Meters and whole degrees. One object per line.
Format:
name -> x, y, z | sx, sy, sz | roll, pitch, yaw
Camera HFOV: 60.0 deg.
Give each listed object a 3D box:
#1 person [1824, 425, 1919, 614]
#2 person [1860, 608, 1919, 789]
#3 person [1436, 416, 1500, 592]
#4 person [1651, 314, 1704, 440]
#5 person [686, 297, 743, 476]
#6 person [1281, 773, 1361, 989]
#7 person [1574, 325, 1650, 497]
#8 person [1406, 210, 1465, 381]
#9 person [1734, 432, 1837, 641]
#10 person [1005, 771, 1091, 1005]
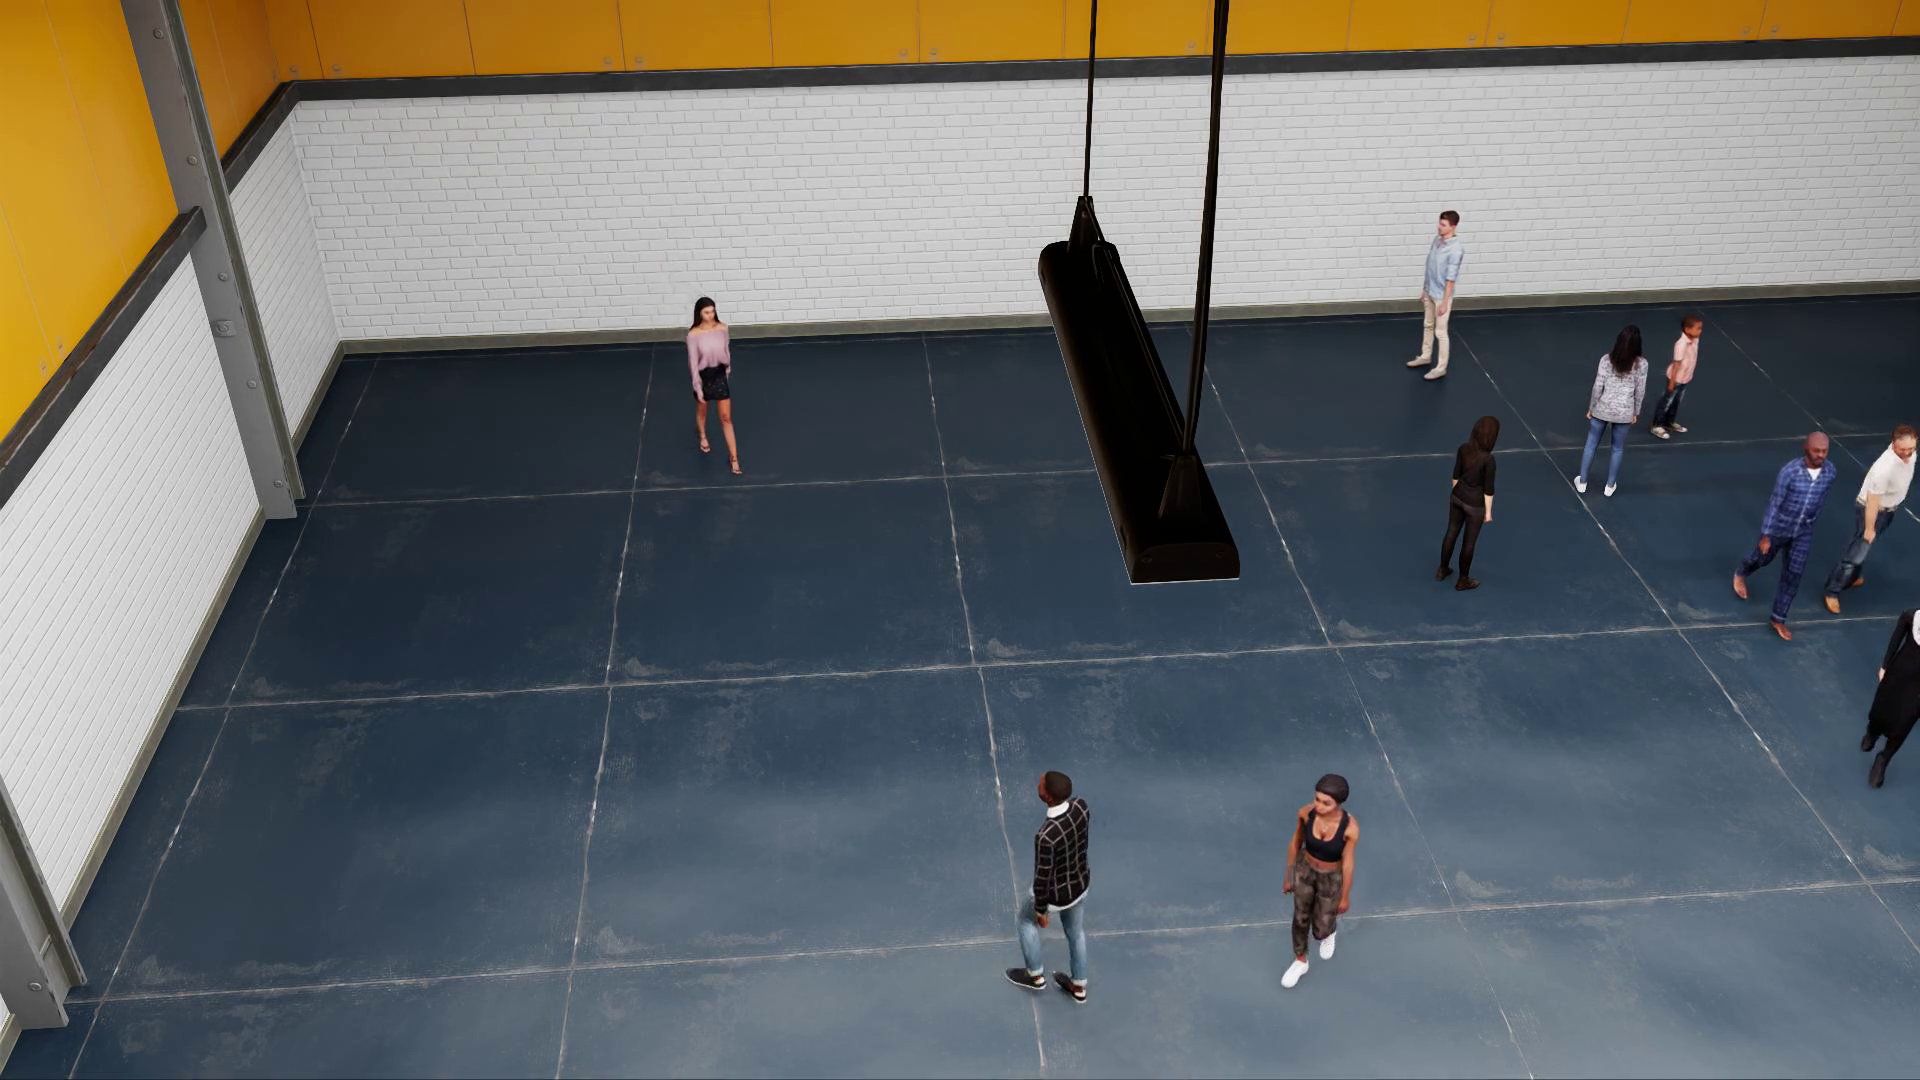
person -> 7.683, -0.262, 14.000 | 0.871, 1.819, 0.921 | 25, 41, 32
person -> 6.959, 1.000, 12.147 | 0.792, 1.769, 0.862 | 19, 38, 27
person -> 4.358, -0.321, 14.250 | 0.710, 1.640, 0.601 | -22, 39, -29
person -> 7.132, -1.650, 16.551 | 0.607, 1.307, 0.657 | -25, 41, -33
person -> -2.446, -1.512, 15.936 | 0.910, 1.757, 1.201 | -16, 37, -23
person -> 2.318, 2.112, 10.544 | 0.803, 1.691, 0.868 | 21, 39, 29
person -> 6.087, -1.212, 15.507 | 0.677, 1.733, 0.654 | 10, 35, 15
person -> 5.050, -2.597, 17.489 | 0.744, 1.845, 0.562 | -10, 35, -14
person -> 6.856, -0.149, 13.866 | 0.725, 1.778, 1.172 | 0, 34, 1
person -> 0.698, 2.203, 10.309 | 0.884, 1.800, 0.943 | -27, 42, -34
